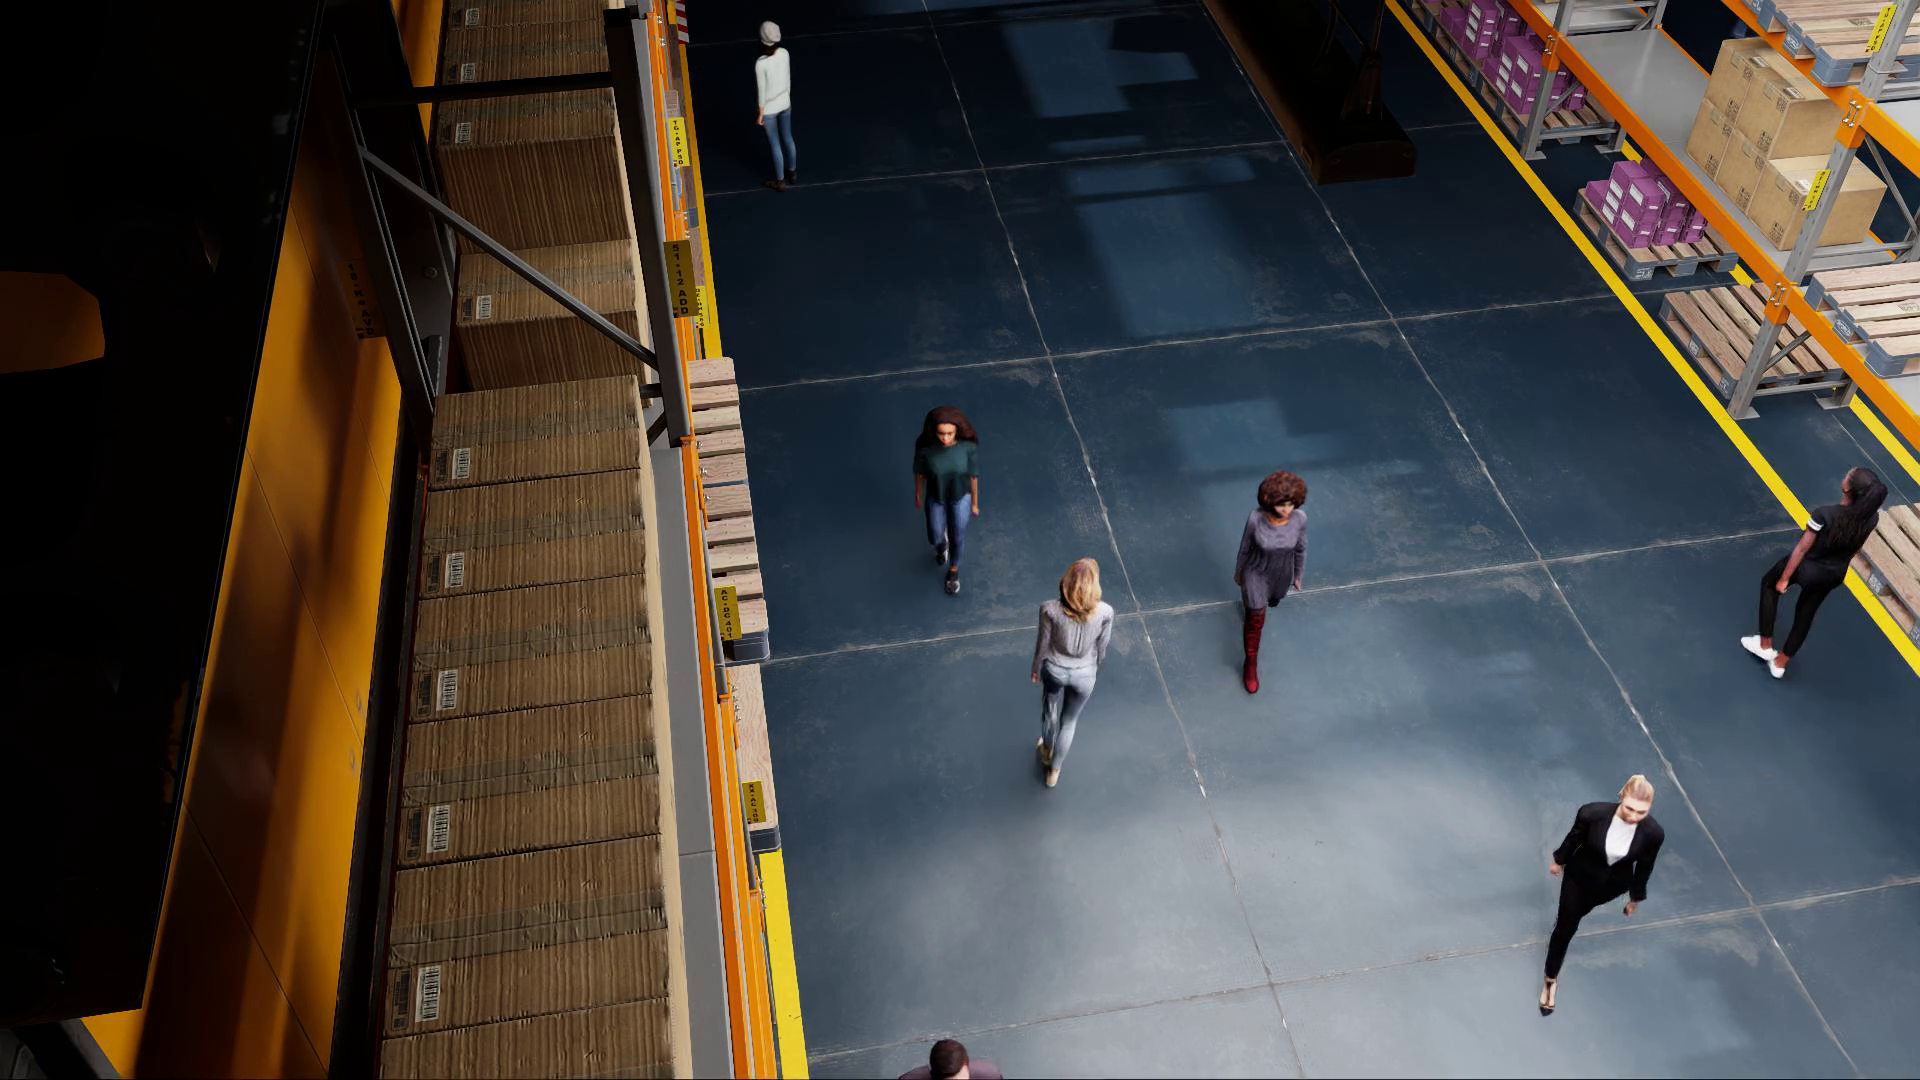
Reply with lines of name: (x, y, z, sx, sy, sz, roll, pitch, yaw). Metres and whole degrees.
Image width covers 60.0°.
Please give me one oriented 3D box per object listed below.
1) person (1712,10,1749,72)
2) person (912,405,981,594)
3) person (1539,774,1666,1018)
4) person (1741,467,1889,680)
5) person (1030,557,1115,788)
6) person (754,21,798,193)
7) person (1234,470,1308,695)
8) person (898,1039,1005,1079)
person: (7.923, -5.293, 16.487, 0.742, 1.772, 0.978, -17, 46, -17)
person: (-0.079, -0.351, 11.422, 0.647, 1.603, 0.726, -3, 44, -4)
person: (3.483, 1.795, 9.115, 0.883, 1.679, 1.038, 11, 45, 11)
person: (5.524, 0.264, 10.693, 0.674, 1.719, 0.673, -2, 44, -2)
person: (0.657, 0.875, 10.011, 0.704, 1.774, 0.726, 2, 44, 2)
person: (-1.695, -3.973, 15.195, 0.676, 1.644, 0.637, 30, 51, 28)
person: (1.982, 0.166, 10.822, 0.657, 1.681, 1.086, -3, 44, -3)
person: (-0.068, 2.823, 7.936, 0.733, 1.816, 1.031, -7, 44, -7)
